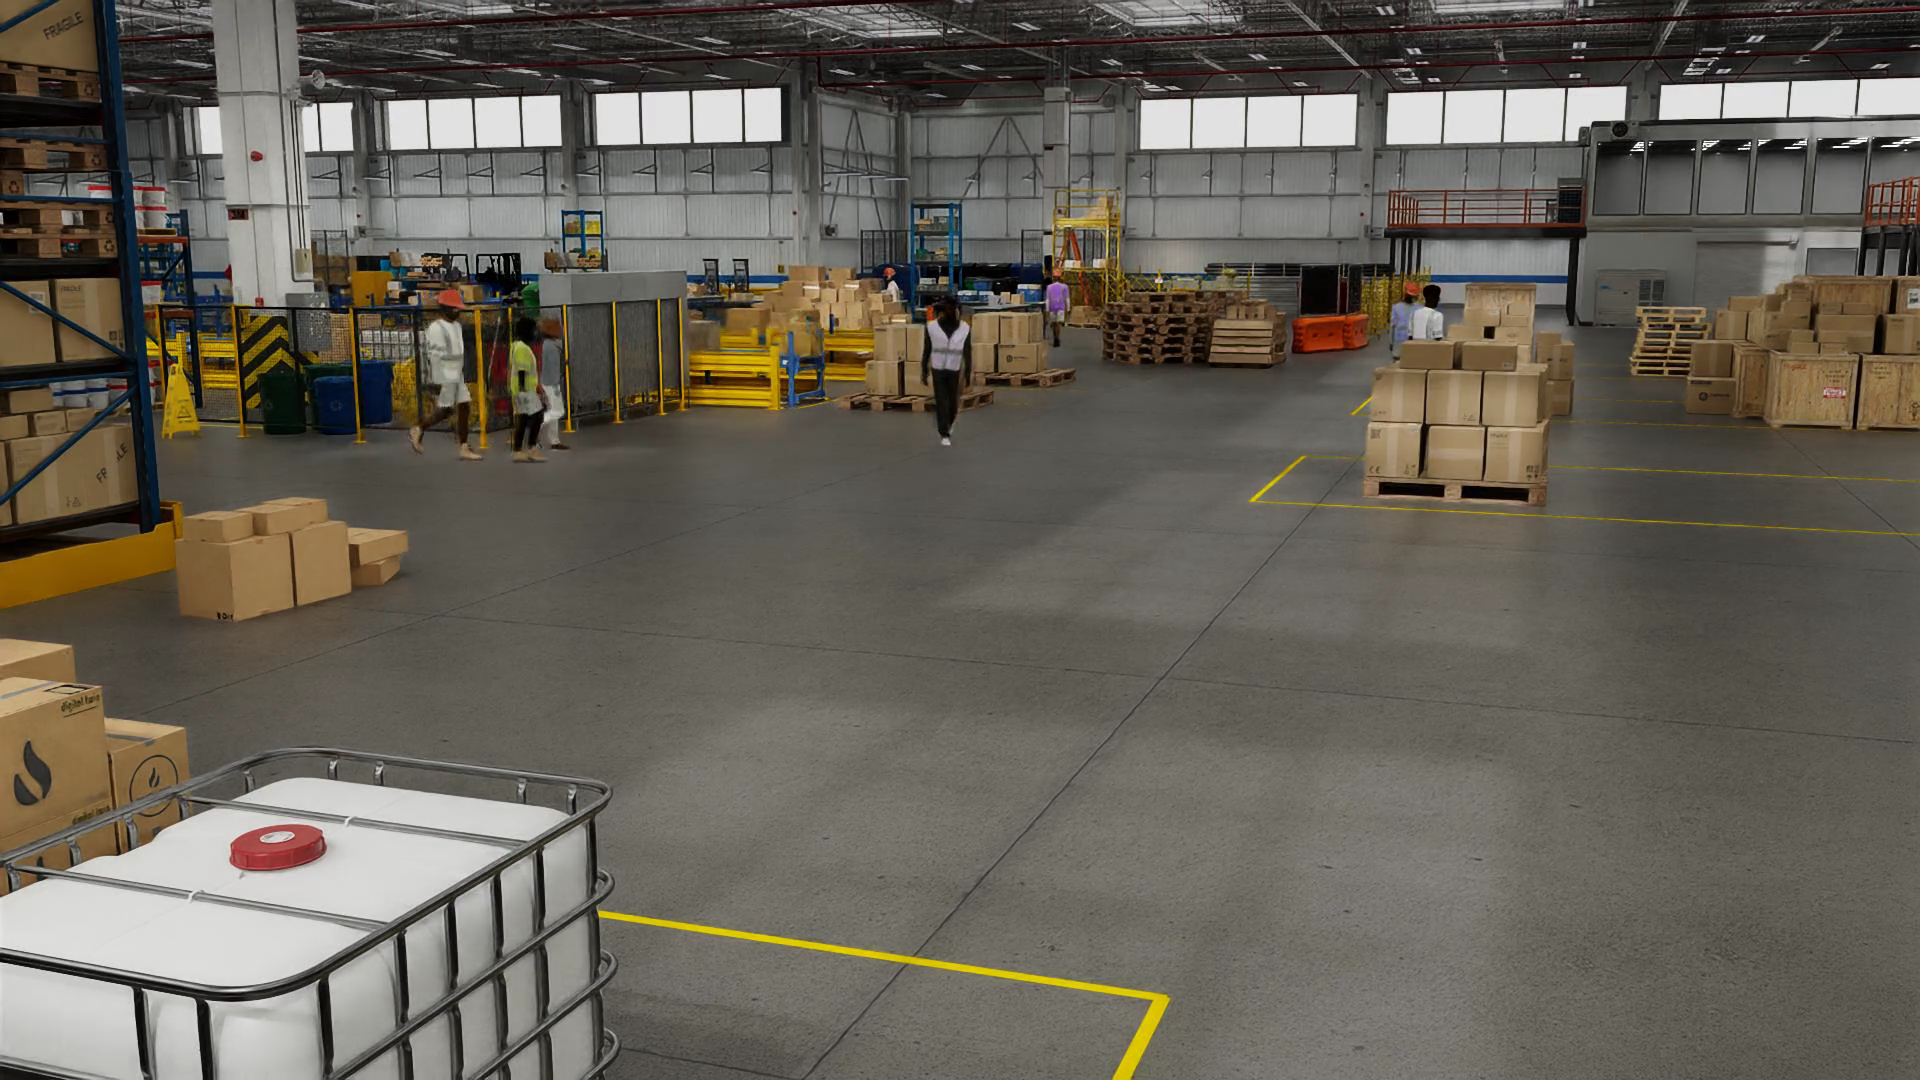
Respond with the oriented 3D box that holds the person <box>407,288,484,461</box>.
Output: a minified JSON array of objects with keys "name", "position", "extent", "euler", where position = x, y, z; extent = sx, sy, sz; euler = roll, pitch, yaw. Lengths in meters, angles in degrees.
[{"name":"person","position":[-6.006,-1.906,19.285],"extent":[0.845,2.014,0.616],"euler":[2,10,12]}]

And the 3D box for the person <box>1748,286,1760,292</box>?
[{"name":"person","position":[27.441,-8.517,57.550],"extent":[0.494,1.624,0.279],"euler":[6,12,29]}]

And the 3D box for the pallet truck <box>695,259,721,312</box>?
[{"name":"pallet truck","position":[-9.165,-9.627,62.776],"extent":[0.823,1.965,1.885],"euler":[4,11,23]}]

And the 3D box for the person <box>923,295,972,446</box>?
[{"name":"person","position":[-0.174,-2.152,21.023],"extent":[0.603,1.889,0.748],"euler":[-2,10,-10]}]

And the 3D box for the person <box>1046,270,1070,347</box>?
[{"name":"person","position":[2.393,-5.701,40.987],"extent":[0.558,1.896,0.991],"euler":[3,11,18]}]

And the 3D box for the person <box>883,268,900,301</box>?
[{"name":"person","position":[-1.550,-5.115,37.399],"extent":[0.391,1.986,0.609],"euler":[-1,10,-6]}]

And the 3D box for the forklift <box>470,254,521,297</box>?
[{"name":"forklift","position":[-17.990,-10.121,64.684],"extent":[1.157,1.987,2.680],"euler":[3,11,17]}]

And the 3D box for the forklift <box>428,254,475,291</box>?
[{"name":"forklift","position":[-20.133,-10.254,65.465],"extent":[1.157,1.987,2.680],"euler":[3,11,19]}]

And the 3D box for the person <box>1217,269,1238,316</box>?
[{"name":"person","position":[8.942,-8.163,55.414],"extent":[0.919,1.692,0.524],"euler":[2,10,9]}]

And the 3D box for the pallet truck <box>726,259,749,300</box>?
[{"name":"pallet truck","position":[-7.986,-9.493,62.019],"extent":[0.823,1.965,1.885],"euler":[3,11,17]}]

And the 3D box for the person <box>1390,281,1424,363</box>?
[{"name":"person","position":[7.314,-3.289,27.300],"extent":[0.538,1.913,0.433],"euler":[4,11,22]}]

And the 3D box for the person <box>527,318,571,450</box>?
[{"name":"person","position":[-5.001,-1.874,20.171],"extent":[0.433,1.618,0.517],"euler":[-3,11,-19]}]

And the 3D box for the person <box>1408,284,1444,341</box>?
[{"name":"person","position":[6.446,-2.539,22.942],"extent":[0.361,1.963,0.613],"euler":[-5,11,-28]}]

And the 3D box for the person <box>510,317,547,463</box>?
[{"name":"person","position":[-4.921,-1.711,19.064],"extent":[0.538,1.676,0.542],"euler":[-2,10,-11]}]
